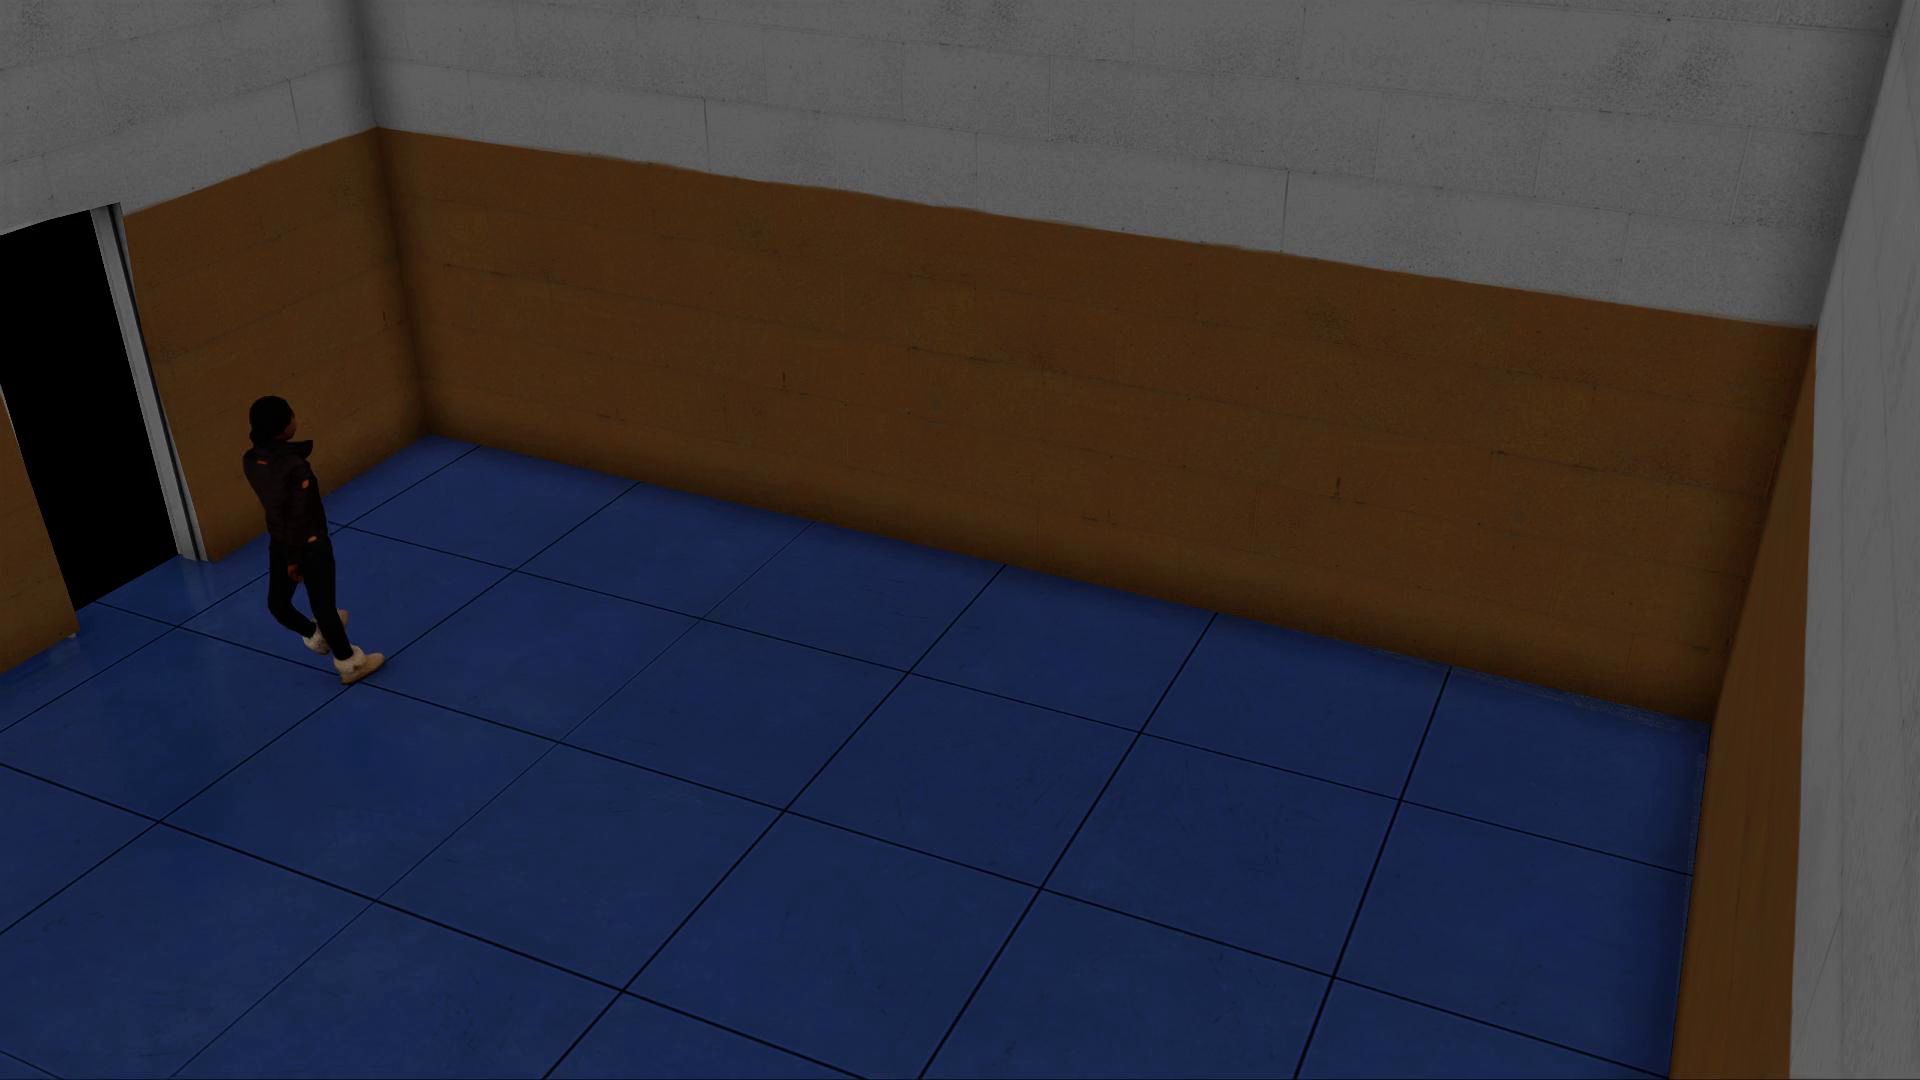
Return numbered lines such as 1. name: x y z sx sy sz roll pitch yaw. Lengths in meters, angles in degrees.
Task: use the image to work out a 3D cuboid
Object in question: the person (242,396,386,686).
1. person: -3.347 -0.034 8.710 0.669 1.661 0.658 0 29 0
